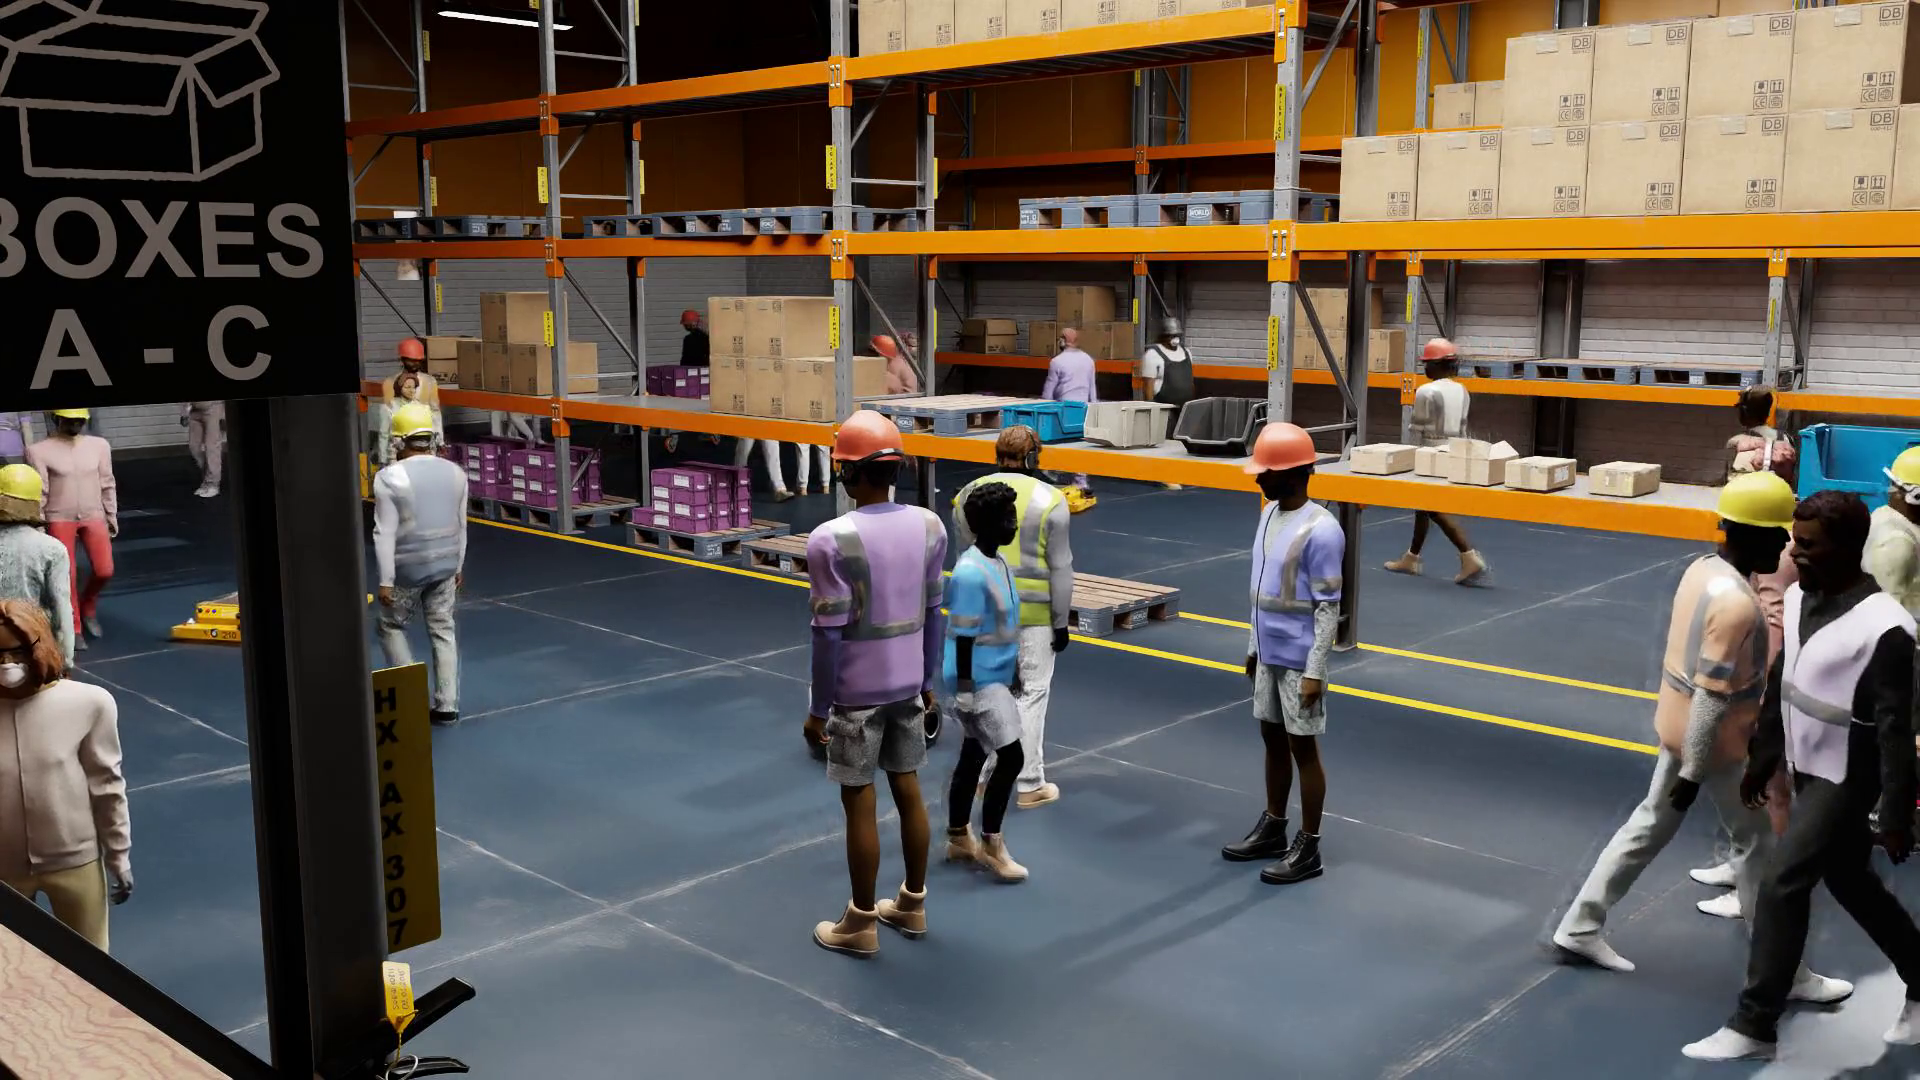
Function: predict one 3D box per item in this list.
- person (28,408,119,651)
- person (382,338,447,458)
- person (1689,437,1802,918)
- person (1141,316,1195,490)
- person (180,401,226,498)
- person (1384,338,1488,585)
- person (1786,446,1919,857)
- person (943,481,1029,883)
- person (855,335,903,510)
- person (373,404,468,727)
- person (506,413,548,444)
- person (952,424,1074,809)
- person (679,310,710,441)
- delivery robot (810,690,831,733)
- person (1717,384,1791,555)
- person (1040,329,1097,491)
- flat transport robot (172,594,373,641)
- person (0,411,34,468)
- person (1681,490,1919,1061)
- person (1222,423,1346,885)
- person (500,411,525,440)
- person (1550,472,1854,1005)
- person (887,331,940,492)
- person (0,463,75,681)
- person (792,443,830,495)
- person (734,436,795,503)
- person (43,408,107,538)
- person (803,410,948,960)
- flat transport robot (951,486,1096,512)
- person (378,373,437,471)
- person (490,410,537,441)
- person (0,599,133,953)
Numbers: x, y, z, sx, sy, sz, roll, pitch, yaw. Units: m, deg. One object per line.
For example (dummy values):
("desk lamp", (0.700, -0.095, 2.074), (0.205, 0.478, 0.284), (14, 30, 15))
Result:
("person", (-5.930, -0.126, 11.158), (0.375, 1.745, 0.552), (9, 13, 44))
("person", (-5.140, -0.948, 15.711), (0.401, 1.920, 0.544), (8, 12, 39))
("person", (3.134, 0.543, 6.596), (0.399, 1.908, 0.643), (4, 10, 23))
("person", (2.428, -1.610, 19.385), (0.693, 2.000, 0.671), (-6, 11, -33))
("person", (-8.434, -1.411, 18.674), (0.700, 1.888, 0.469), (3, 10, 18))
("person", (3.949, -0.646, 13.603), (0.619, 2.011, 0.991), (-8, 12, -42))
("person", (4.021, 0.477, 7.295), (0.557, 1.808, 0.620), (5, 10, 26))
("person", (0.159, 0.588, 6.979), (0.546, 1.675, 0.550), (2, 10, 13))
("person", (-0.829, -0.921, 15.476), (0.720, 1.946, 0.408), (0, 9, 2))
("person", (-3.050, 0.147, 9.303), (0.548, 1.811, 0.616), (7, 12, 38))
("person", (-6.239, -2.216, 23.779), (0.545, 1.831, 0.871), (4, 10, 24))
("person", (0.268, 0.360, 7.974), (0.622, 1.833, 0.431), (6, 11, 32))
("person", (-3.998, -2.443, 24.754), (0.749, 1.950, 0.612), (3, 10, 18))
("delivery robot", (-0.480, 0.819, 8.747), (0.477, 0.478, 0.707), (5, 11, 29))
("person", (5.179, -0.098, 10.784), (0.514, 1.825, 0.728), (-4, 10, -23))
("person", (1.196, -1.528, 19.415), (0.677, 1.856, 0.964), (-8, 12, -39))
("flat transport robot", (-4.919, 0.480, 11.982), (0.652, 0.197, 1.431), (2, 9, 12))
("person", (-8.530, -0.782, 14.670), (0.668, 1.929, 0.407), (-3, 10, -19))
("person", (2.887, 0.764, 5.390), (0.961, 1.880, 0.586), (0, 9, 2))
("person", (1.354, 0.471, 6.965), (0.374, 1.930, 0.542), (-3, 10, -20))
("person", (-6.747, -2.282, 24.739), (0.523, 1.636, 0.311), (4, 10, 23))
("person", (2.618, 0.683, 5.859), (0.984, 1.880, 0.594), (2, 9, 10))
("person", (-0.639, -1.487, 19.235), (0.936, 1.858, 0.656), (6, 11, 32))
("person", (-4.164, 0.534, 7.278), (0.542, 1.704, 0.745), (-5, 11, -30))
("person", (-1.706, -1.427, 18.874), (0.637, 1.840, 0.429), (-5, 10, -26))
("person", (-2.193, -1.296, 18.271), (0.636, 1.777, 0.996), (-8, 12, -39))
("person", (-8.287, -0.789, 15.653), (0.702, 1.607, 0.520), (8, 12, 40))
("person", (-0.332, 0.538, 6.207), (0.608, 2.044, 0.371), (-9, 13, -42))
("flat transport robot", (0.682, -0.470, 17.806), (1.431, 0.197, 0.652), (4, 10, 21))
("person", (-4.972, -0.693, 15.003), (0.375, 1.622, 0.544), (8, 12, 39))
("person", (-6.091, -2.017, 22.445), (0.579, 1.860, 0.814), (4, 10, 25))
("person", (-2.692, 0.968, 4.849), (0.501, 1.627, 0.273), (-4, 10, -25))
